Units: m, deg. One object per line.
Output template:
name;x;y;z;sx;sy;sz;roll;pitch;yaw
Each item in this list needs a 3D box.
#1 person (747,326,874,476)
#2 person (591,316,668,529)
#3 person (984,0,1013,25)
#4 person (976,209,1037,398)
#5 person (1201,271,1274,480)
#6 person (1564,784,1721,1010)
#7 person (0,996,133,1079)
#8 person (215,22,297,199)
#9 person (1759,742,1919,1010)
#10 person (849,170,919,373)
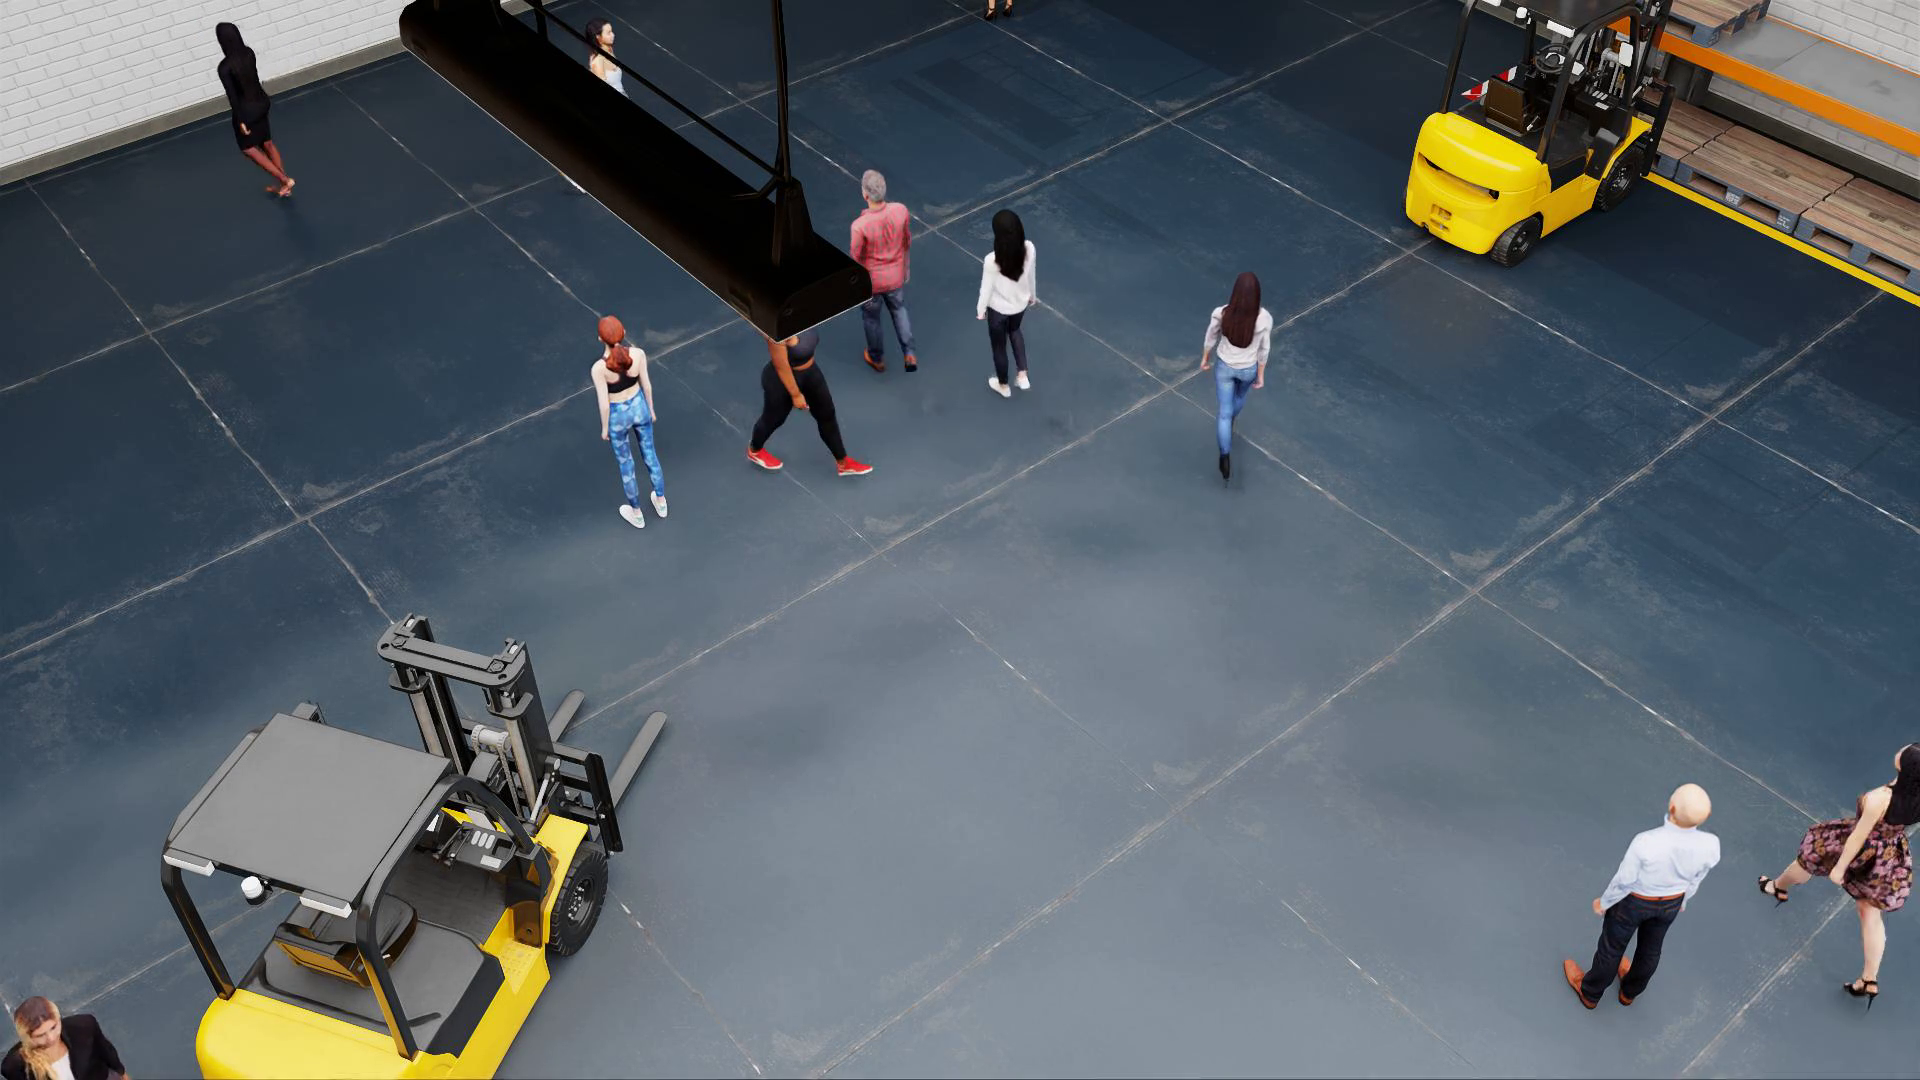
person;-1.300;-1.152;11.989;1.315;1.758;1.061;14;45;15
person;-2.318;-0.828;11.630;0.592;1.784;0.600;-25;49;-24
person;0.398;-6.308;17.329;0.687;1.858;0.629;-16;46;-16
person;0.406;-1.749;12.661;0.668;1.695;0.637;-24;49;-23
person;2.015;-1.181;12.143;1.059;1.588;1.124;3;44;3
person;3.616;1.897;8.765;0.734;1.792;0.767;-2;44;-2
person;-4.268;2.662;8.065;0.603;1.648;0.863;-28;50;-26
person;-6.215;-3.780;14.783;0.834;1.710;0.776;14;45;15
person;4.913;1.783;8.931;0.975;1.727;1.252;-10;44;-10
person;-0.564;-1.995;12.831;0.795;1.818;0.945;-21;47;-20
